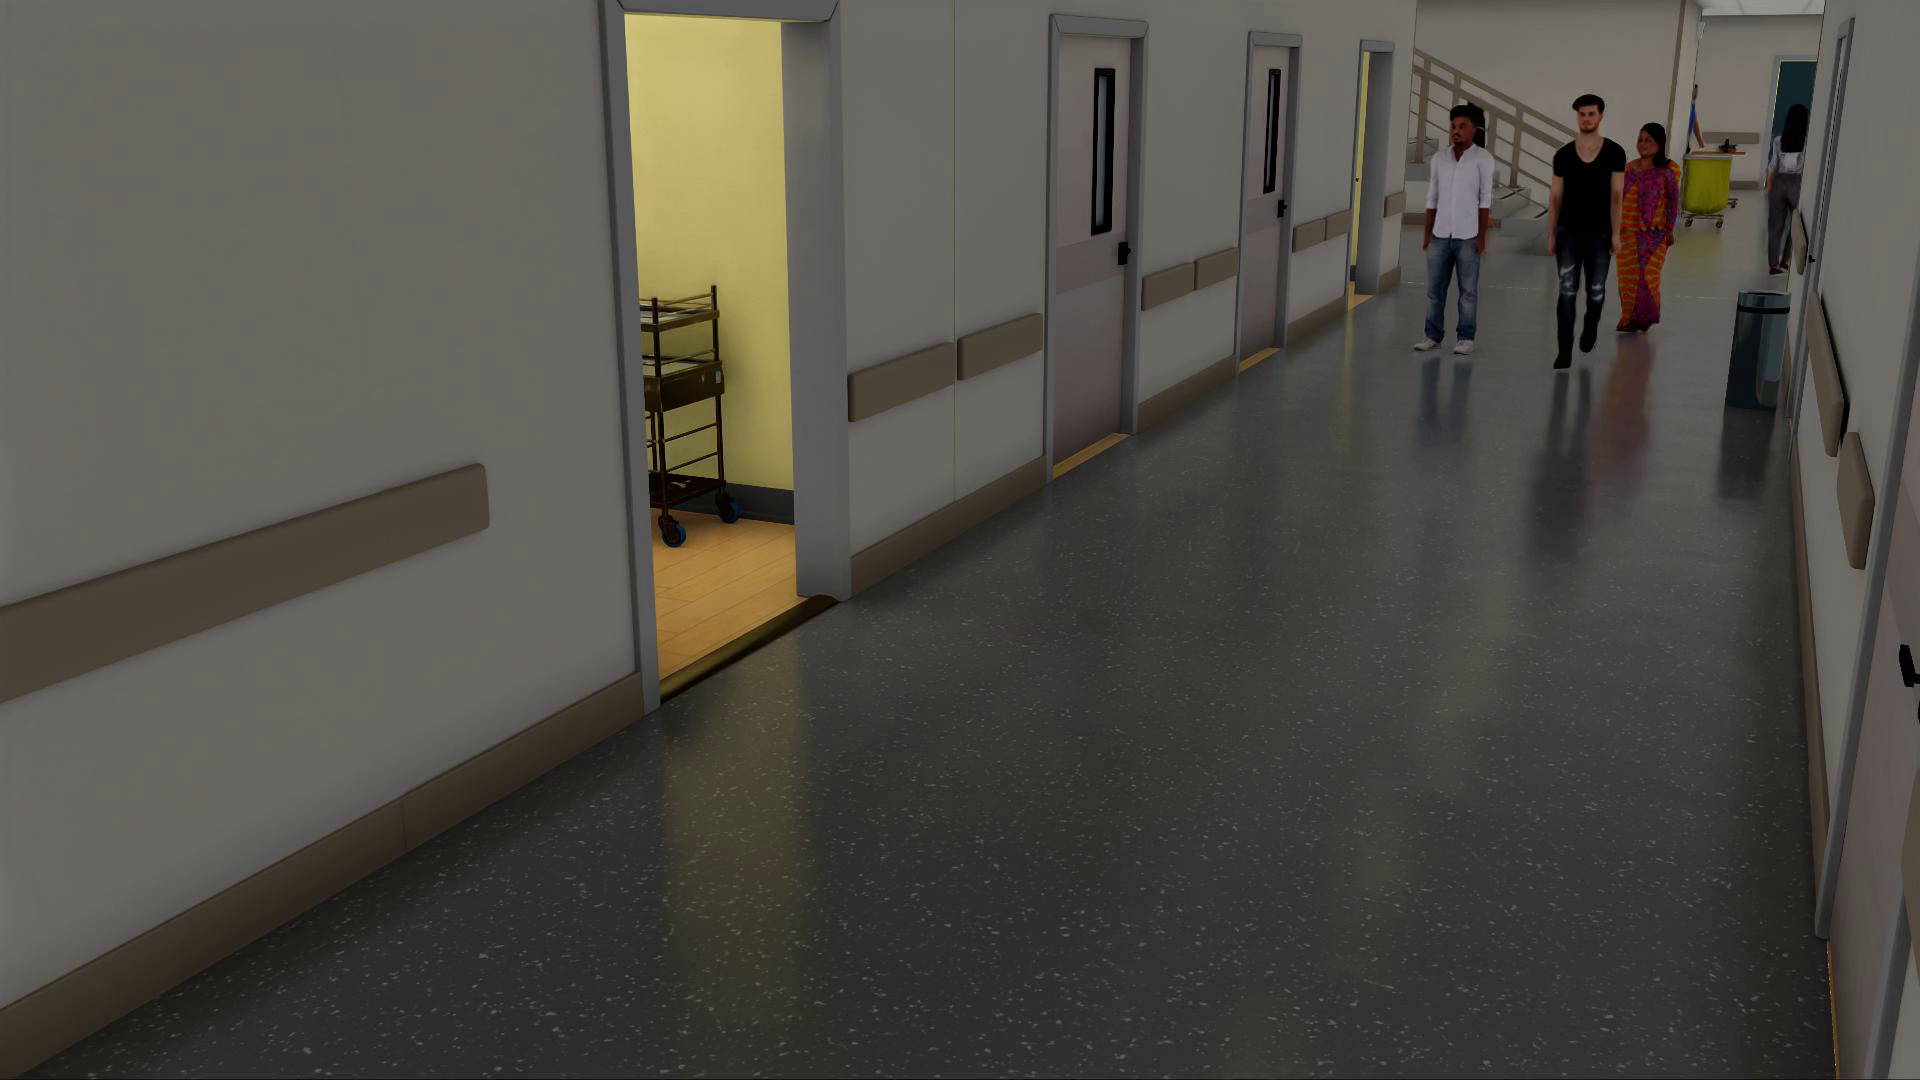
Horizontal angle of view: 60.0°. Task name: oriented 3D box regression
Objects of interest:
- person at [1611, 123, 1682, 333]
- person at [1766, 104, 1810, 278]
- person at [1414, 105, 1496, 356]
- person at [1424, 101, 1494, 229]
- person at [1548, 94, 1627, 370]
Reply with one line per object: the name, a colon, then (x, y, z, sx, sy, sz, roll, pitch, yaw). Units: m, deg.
person: (5.494, -2.483, 13.277, 0.855, 1.658, 0.786, -13, 20, -39)
person: (8.351, -3.518, 16.834, 0.710, 1.720, 0.786, 15, 21, 42)
person: (3.716, -2.308, 12.369, 0.587, 1.815, 0.742, 12, 20, 37)
person: (6.850, -4.937, 21.937, 1.140, 1.682, 0.645, 6, 17, 20)
person: (4.418, -2.154, 11.719, 1.059, 1.871, 0.744, 7, 17, 22)
